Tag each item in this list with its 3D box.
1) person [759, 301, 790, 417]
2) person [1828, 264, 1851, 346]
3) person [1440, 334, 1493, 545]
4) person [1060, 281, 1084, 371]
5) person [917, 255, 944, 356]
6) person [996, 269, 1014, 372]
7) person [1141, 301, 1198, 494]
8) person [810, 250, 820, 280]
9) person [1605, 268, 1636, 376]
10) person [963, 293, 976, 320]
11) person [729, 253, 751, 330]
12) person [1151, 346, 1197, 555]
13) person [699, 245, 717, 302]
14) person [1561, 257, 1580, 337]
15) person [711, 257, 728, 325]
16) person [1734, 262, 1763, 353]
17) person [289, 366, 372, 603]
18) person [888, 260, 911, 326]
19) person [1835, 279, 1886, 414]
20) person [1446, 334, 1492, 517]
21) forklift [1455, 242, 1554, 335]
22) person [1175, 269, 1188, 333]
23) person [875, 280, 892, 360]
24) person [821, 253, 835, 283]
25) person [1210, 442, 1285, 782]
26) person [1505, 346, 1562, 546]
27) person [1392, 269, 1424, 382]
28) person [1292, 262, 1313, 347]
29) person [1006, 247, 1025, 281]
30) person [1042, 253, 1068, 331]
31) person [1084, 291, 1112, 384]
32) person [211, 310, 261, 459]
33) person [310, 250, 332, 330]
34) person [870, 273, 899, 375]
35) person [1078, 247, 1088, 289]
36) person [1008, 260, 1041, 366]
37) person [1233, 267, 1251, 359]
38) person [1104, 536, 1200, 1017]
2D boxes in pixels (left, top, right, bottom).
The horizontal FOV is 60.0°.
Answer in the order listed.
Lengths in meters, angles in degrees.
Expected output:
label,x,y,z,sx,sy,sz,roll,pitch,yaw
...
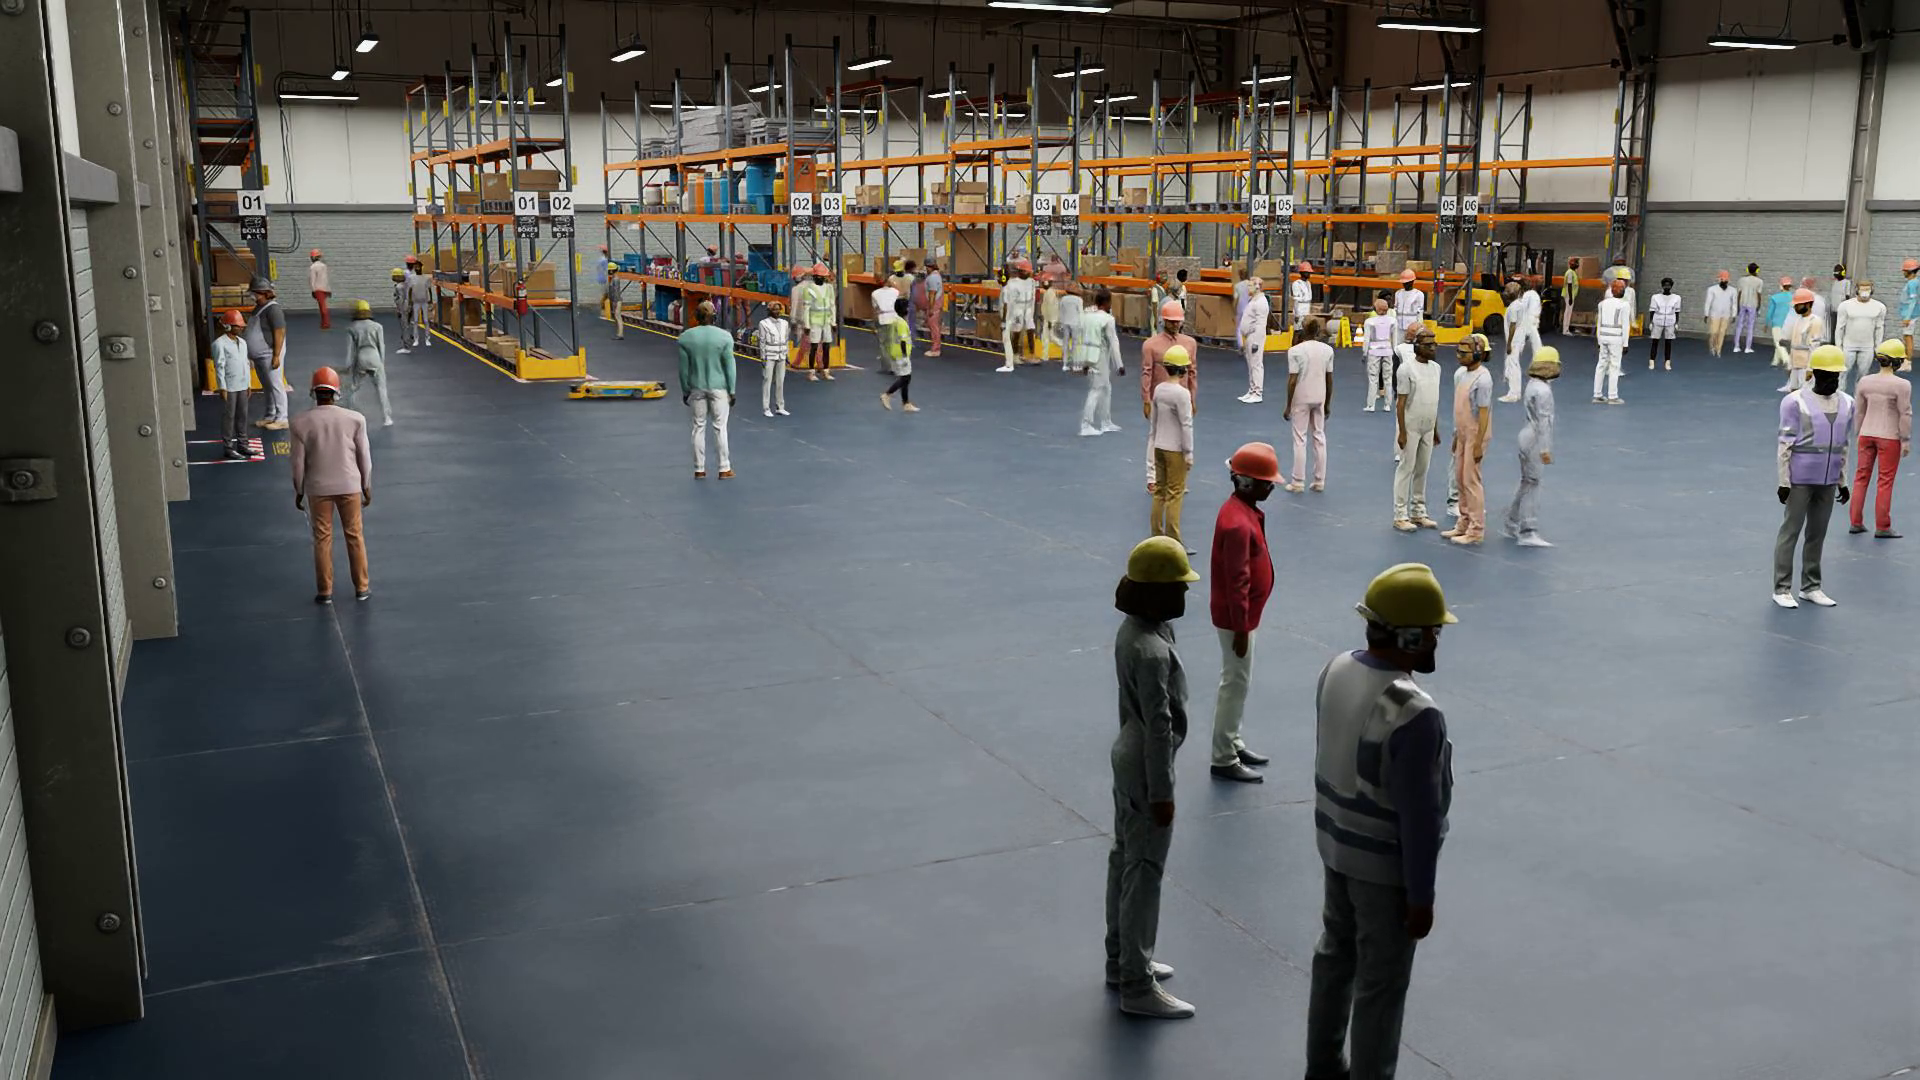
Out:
label,x,y,z,sx,sy,sz,roll,pitch,yaw
person,-2.637,-2.572,23.625,0.308,1.640,0.511,11,16,44
person,17.455,-4.538,33.059,0.326,1.864,0.504,-2,11,-12
person,4.441,-0.868,14.475,0.337,1.837,0.515,0,11,-2
person,2.049,-3.903,30.405,0.503,1.631,0.283,9,14,39
person,-0.595,-4.737,33.606,0.536,2.000,0.683,1,11,3
person,0.820,-3.995,30.314,0.328,1.861,0.501,1,11,4
person,2.149,-1.450,17.056,0.608,1.987,0.404,-4,12,-18
person,-4.519,-8.161,51.768,0.349,1.743,0.563,2,11,9
person,11.680,-3.854,29.443,0.595,1.923,0.404,-4,12,-19
person,0.281,-6.759,44.934,0.518,1.631,0.316,-7,13,-33
person,-5.395,-6.080,40.769,0.642,1.910,0.401,-8,14,-36
person,1.826,-0.757,14.084,0.344,1.761,0.553,-5,12,-24
person,-6.967,-7.184,46.199,0.685,1.992,0.805,-2,11,-10
person,14.225,-5.657,38.775,0.389,1.846,0.565,4,12,22
person,-6.201,-6.417,42.915,0.585,1.733,0.398,-8,14,-36
person,16.326,-4.803,34.429,0.502,1.859,0.345,10,15,42
person,-4.648,-0.406,12.325,0.561,1.752,0.327,-5,12,-23
person,-1.281,-4.987,35.280,0.610,1.878,0.524,-9,14,-37
person,12.808,-2.741,23.720,0.627,1.940,0.375,3,12,16
person,4.880,-1.092,15.837,0.494,1.743,0.307,-10,15,-40
forklift,13.047,-6.049,39.881,2.313,2.155,1.214,-5,12,-23
person,4.685,-4.926,35.472,0.320,1.686,0.539,-2,11,-10
person,-1.406,-4.283,32.452,0.572,1.584,0.578,4,12,18
person,-4.125,-8.099,51.730,0.499,1.632,0.285,4,12,19
person,1.450,0.362,8.457,0.354,1.738,0.577,2,11,11
person,5.017,-0.812,14.472,0.355,1.741,0.510,2,11,12
person,7.541,-3.604,28.123,0.543,1.933,0.364,11,15,43
person,6.585,-4.356,31.932,0.358,1.938,0.542,9,14,38
person,1.582,-7.462,47.798,0.642,1.910,0.401,2,11,9
person,2.333,-6.067,40.715,0.651,1.904,0.402,4,12,21
person,2.331,-3.343,27.682,0.520,1.596,0.774,-1,11,-7
person,-8.524,-1.829,19.585,0.350,1.743,0.564,3,11,13
person,-15.822,-6.190,41.239,0.604,1.964,0.664,3,12,16
person,-1.296,-3.840,29.608,0.681,1.815,0.570,-6,13,-29
person,3.676,-7.779,49.484,0.359,1.880,0.575,-8,14,-37
person,1.223,-4.258,31.307,0.616,1.989,0.922,-5,12,-25
person,5.634,-4.473,32.821,0.509,1.823,0.464,0,11,2
person,0.698,0.842,6.013,0.295,1.744,0.492,-1,11,-5
